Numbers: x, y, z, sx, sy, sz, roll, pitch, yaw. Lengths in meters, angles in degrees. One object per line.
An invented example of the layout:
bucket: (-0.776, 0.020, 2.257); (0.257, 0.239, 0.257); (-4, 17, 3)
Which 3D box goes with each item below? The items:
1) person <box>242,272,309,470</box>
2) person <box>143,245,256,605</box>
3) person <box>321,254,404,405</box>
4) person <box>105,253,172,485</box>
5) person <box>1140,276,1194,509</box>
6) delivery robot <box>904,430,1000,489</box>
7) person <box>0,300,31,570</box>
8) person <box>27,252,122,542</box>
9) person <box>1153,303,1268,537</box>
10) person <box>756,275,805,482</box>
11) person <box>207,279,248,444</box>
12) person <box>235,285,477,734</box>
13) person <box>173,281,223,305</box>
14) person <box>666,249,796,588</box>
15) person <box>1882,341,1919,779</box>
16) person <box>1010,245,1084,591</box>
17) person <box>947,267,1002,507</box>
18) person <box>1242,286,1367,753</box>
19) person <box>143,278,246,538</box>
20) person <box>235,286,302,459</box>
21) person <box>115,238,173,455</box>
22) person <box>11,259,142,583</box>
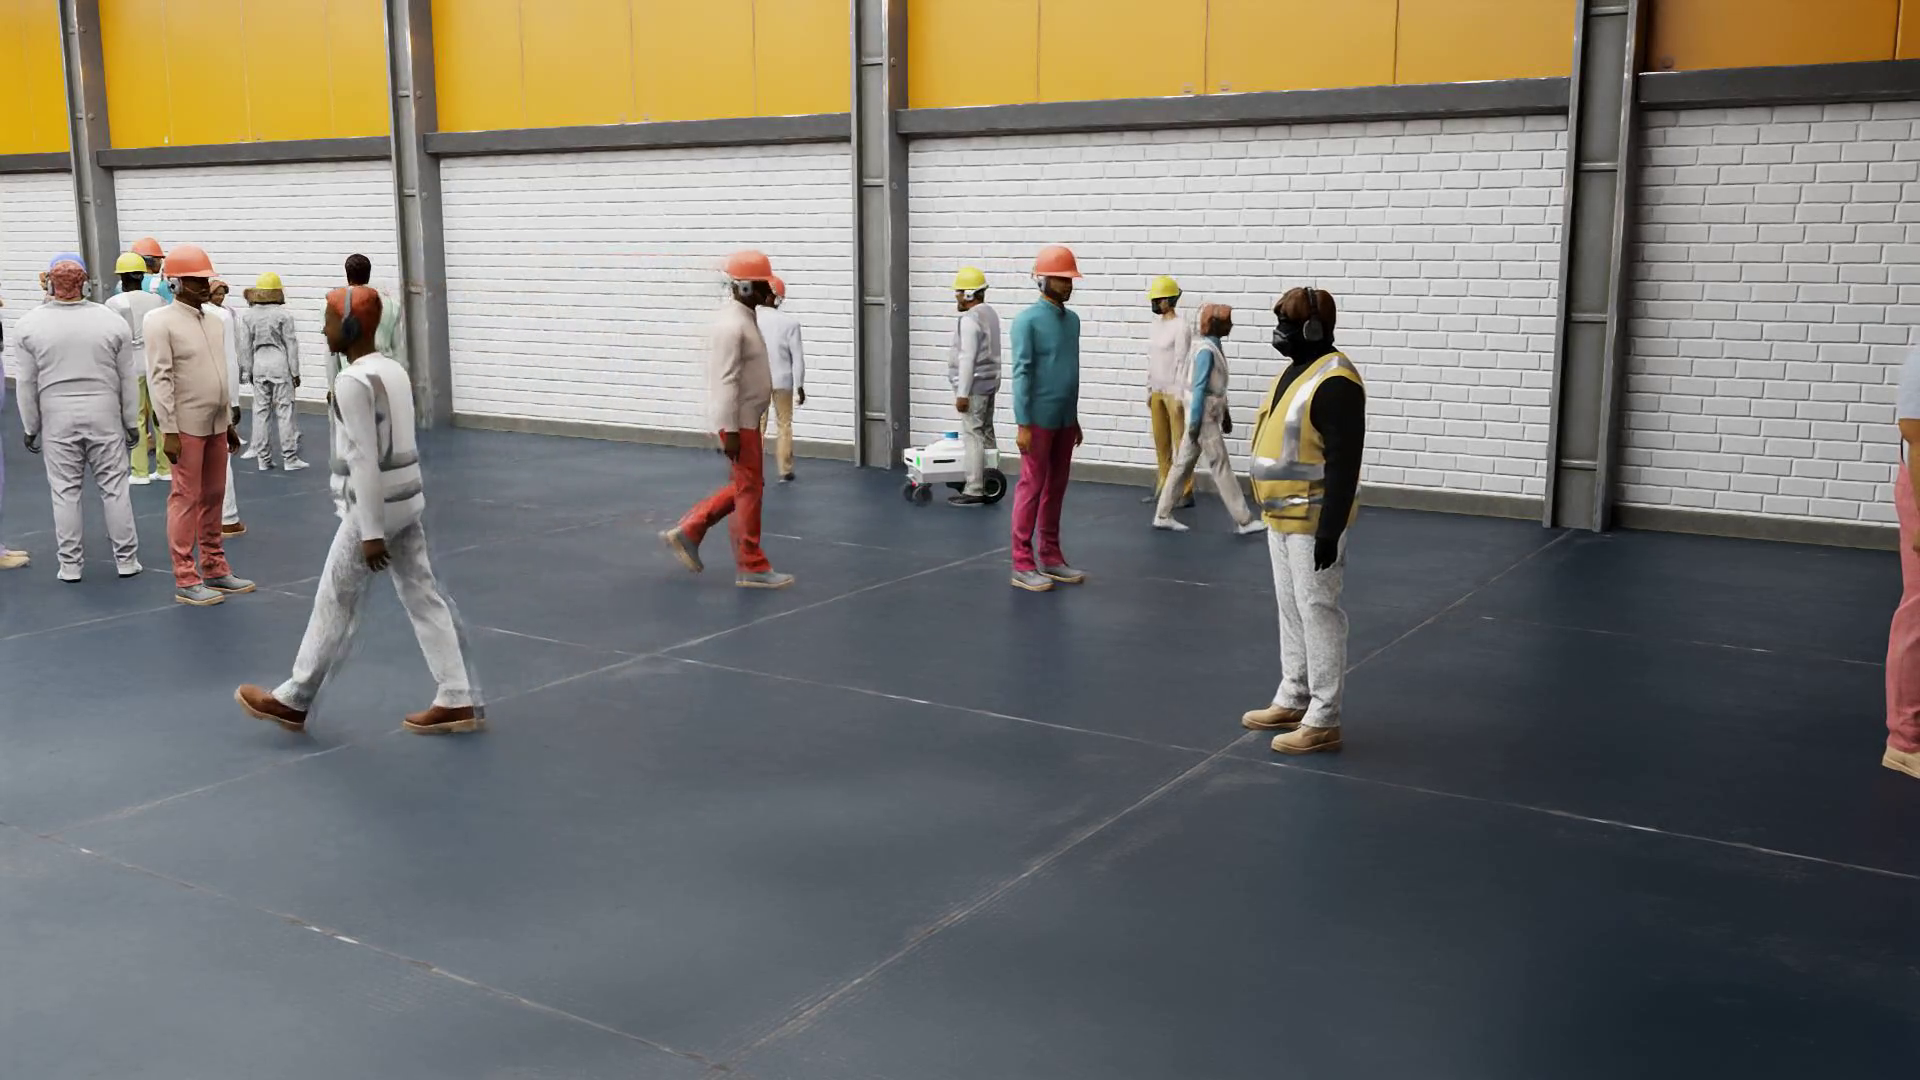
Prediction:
person: (-6.053, -1.485, 14.684); (0.494, 1.743, 0.303); (2, 10, 9)
person: (-4.268, -0.643, 9.323); (0.381, 1.994, 0.615); (2, 10, 9)
person: (-4.517, -1.204, 12.641); (0.591, 1.919, 0.391); (-7, 12, -34)
person: (-6.813, -1.415, 13.822); (0.384, 1.920, 0.587); (5, 11, 27)
person: (1.560, -1.113, 12.606); (0.350, 1.759, 0.520); (-5, 11, -26)
delivery robot: (-0.065, -0.605, 12.840); (0.707, 0.478, 0.477); (-4, 11, -20)
person: (-5.979, -0.720, 10.196); (0.347, 1.836, 0.518); (-7, 13, -36)
person: (-5.835, -0.926, 11.044); (0.608, 1.941, 0.416); (-6, 12, -30)
person: (1.737, -0.819, 11.412); (0.870, 1.586, 0.535); (2, 10, 12)
person: (-1.583, -1.326, 13.868); (0.581, 1.764, 0.441); (1, 10, 8)
person: (-7.278, -1.730, 16.329); (0.309, 1.640, 0.511); (5, 11, 25)
person: (-2.459, -0.101, 6.750); (0.989, 1.831, 0.605); (1, 10, 3)
person: (-7.855, -1.981, 17.017); (0.398, 1.898, 0.670); (8, 13, 37)
person: (-1.349, -0.694, 9.652); (0.679, 1.978, 0.621); (1, 10, 3)
person: (3.838, -0.113, 6.259); (0.672, 2.000, 0.536); (-7, 13, -35)
person: (0.529, -0.709, 9.687); (0.396, 1.992, 0.623); (8, 13, 36)
person: (0.105, -1.166, 12.718); (0.413, 1.823, 0.600); (3, 11, 18)
person: (1.364, -0.079, 6.620); (0.430, 1.843, 0.626); (-1, 10, -8)
person: (-5.169, -0.935, 11.252); (0.575, 1.883, 0.362); (-2, 10, -13)
person: (-6.566, -1.602, 15.745); (0.519, 1.610, 0.845); (4, 11, 23)
person: (-7.597, -1.814, 15.676); (0.605, 2.043, 0.377); (2, 11, 14)
person: (-5.224, -0.701, 9.887); (0.643, 1.908, 0.399); (-6, 12, -28)
